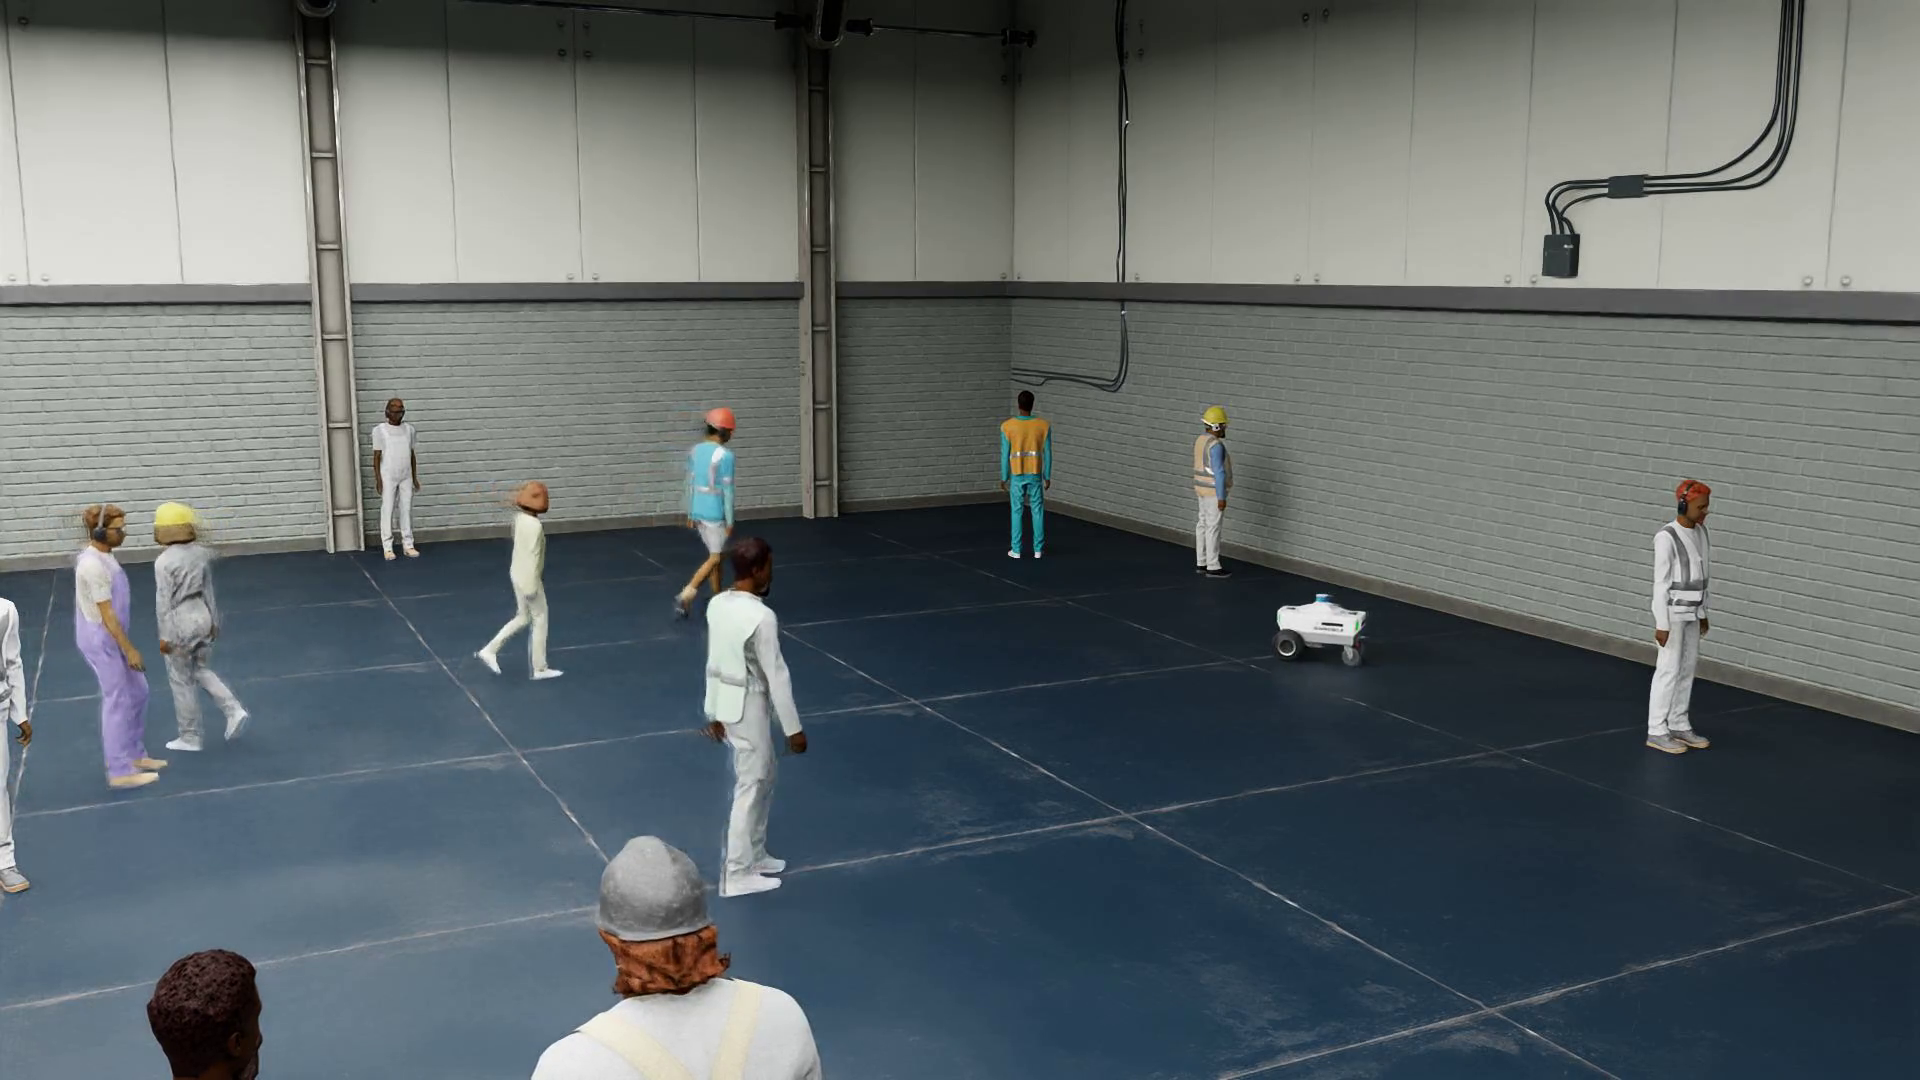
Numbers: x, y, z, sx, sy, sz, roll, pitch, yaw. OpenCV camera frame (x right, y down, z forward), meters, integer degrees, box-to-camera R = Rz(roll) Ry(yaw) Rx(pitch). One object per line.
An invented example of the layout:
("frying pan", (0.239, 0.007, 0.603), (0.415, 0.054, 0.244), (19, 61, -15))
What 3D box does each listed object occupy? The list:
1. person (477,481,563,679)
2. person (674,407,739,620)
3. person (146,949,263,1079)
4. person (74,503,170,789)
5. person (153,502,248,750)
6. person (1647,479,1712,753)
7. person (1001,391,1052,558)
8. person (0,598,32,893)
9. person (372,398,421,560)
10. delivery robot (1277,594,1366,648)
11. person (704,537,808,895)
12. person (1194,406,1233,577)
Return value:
("person", (-3.528, 0.335, 13.280), (0.576, 1.609, 0.517), (-6, 11, -33))
("person", (-2.409, -0.244, 15.674), (0.803, 2.013, 0.612), (-8, 12, -40))
("person", (-1.517, 1.778, 3.448), (0.593, 1.920, 0.392), (2, 9, 11))
("person", (-5.322, 0.671, 10.539), (0.455, 1.833, 0.532), (-2, 9, -13))
("person", (-5.233, 0.597, 11.332), (0.475, 1.727, 0.486), (3, 10, 15))
("person", (4.920, 0.519, 11.348), (0.586, 1.879, 0.373), (-8, 12, -39))
("person", (0.753, -0.743, 18.984), (0.591, 1.920, 0.392), (-1, 9, -6))
("person", (-5.168, 0.949, 8.672), (0.355, 1.883, 0.573), (9, 13, 43))
("person", (-6.409, -0.698, 18.936), (0.507, 1.844, 0.345), (-9, 13, -43))
("delivery robot", (3.047, 0.698, 14.007), (0.707, 0.478, 0.477), (4, 10, 23))
("person", (-1.038, 0.923, 8.766), (0.597, 1.900, 0.609), (-5, 11, -30))
("person", (2.724, -0.518, 17.857), (0.404, 1.833, 0.590), (-2, 9, -14))
